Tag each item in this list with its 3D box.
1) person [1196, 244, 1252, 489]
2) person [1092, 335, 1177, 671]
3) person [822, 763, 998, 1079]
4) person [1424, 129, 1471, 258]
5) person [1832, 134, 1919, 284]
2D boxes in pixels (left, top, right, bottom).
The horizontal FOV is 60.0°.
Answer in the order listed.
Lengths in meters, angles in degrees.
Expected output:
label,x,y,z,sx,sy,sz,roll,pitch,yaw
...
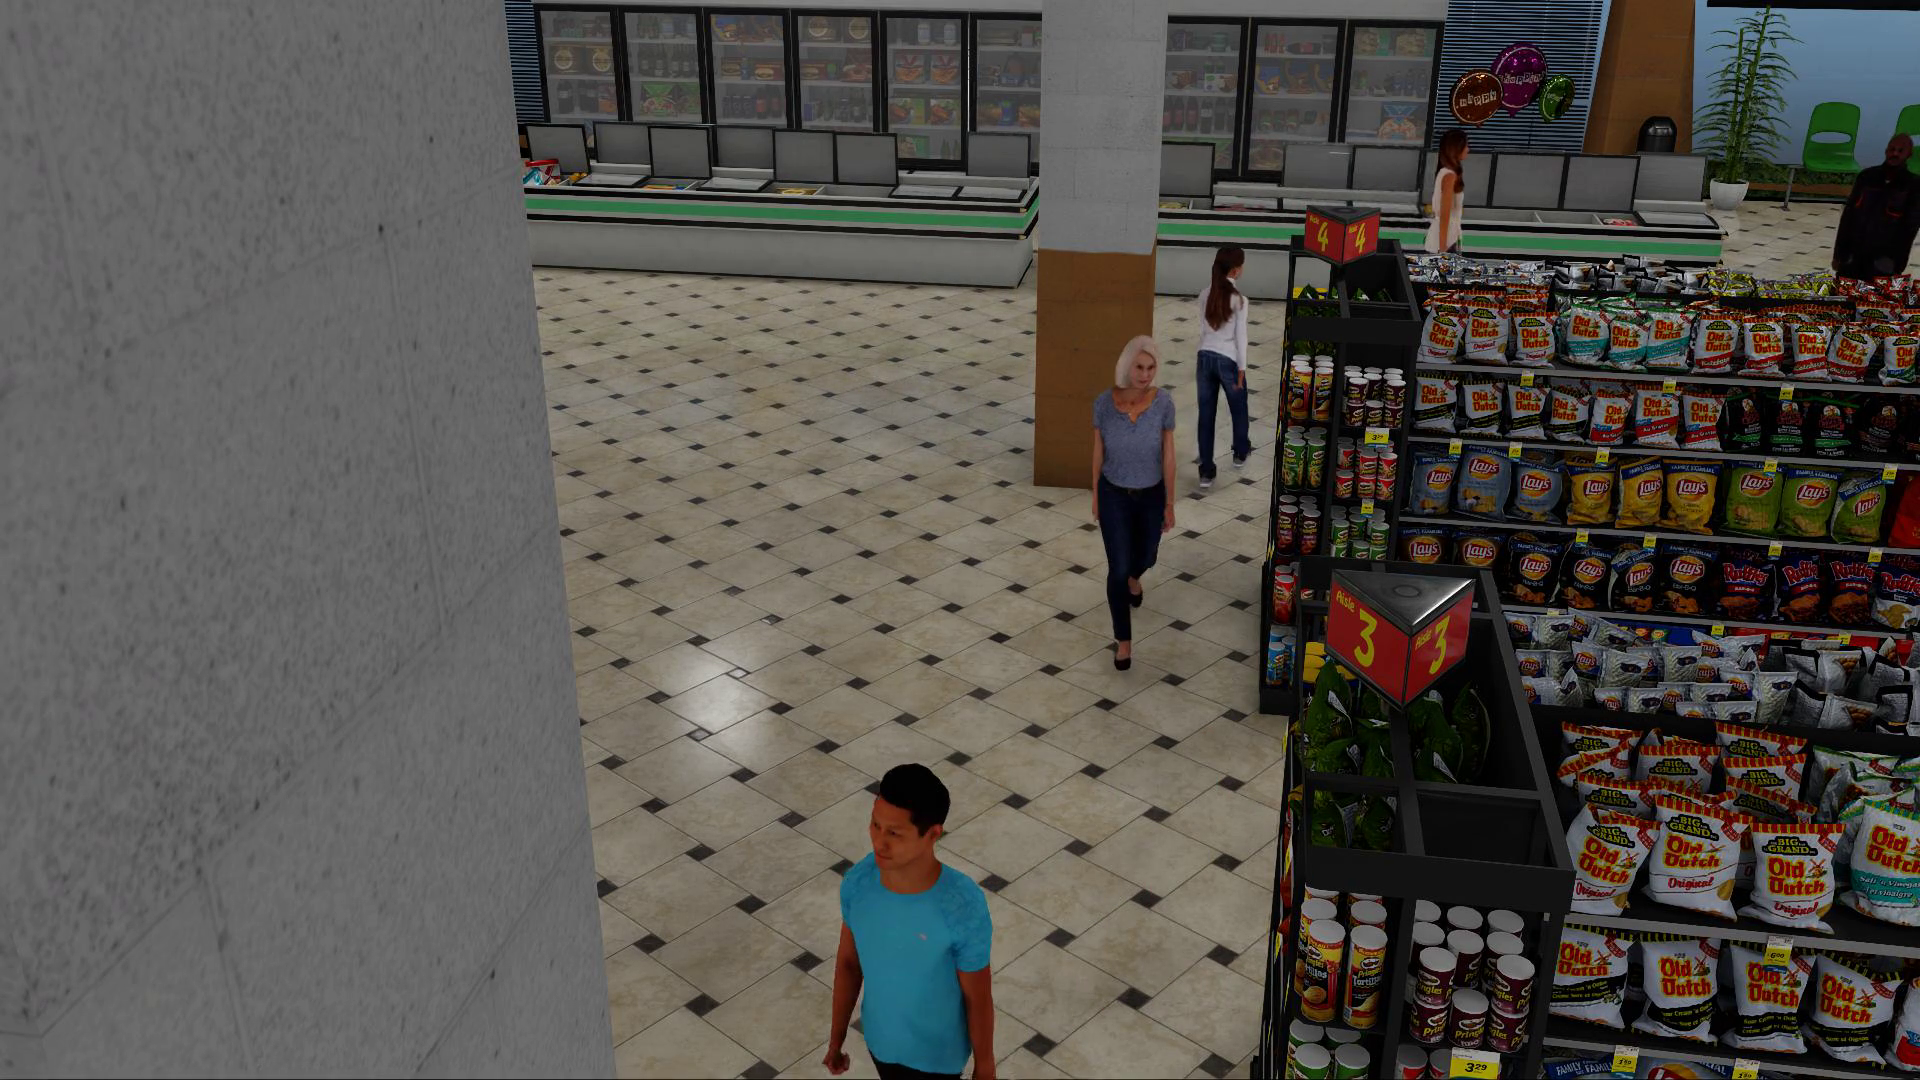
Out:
label,x,y,z,sx,sy,sz,roll,pitch,yaw
person,1.605,-1.070,10.561,0.908,1.522,0.736,11,26,23
person,0.869,-0.240,8.451,1.001,1.691,0.717,1,24,3
person,-0.068,1.384,4.692,1.207,1.731,1.071,17,29,34
person,3.715,-2.331,13.124,0.561,1.777,0.612,5,24,12
person,7.068,-2.233,12.861,1.057,1.808,1.052,19,30,37
